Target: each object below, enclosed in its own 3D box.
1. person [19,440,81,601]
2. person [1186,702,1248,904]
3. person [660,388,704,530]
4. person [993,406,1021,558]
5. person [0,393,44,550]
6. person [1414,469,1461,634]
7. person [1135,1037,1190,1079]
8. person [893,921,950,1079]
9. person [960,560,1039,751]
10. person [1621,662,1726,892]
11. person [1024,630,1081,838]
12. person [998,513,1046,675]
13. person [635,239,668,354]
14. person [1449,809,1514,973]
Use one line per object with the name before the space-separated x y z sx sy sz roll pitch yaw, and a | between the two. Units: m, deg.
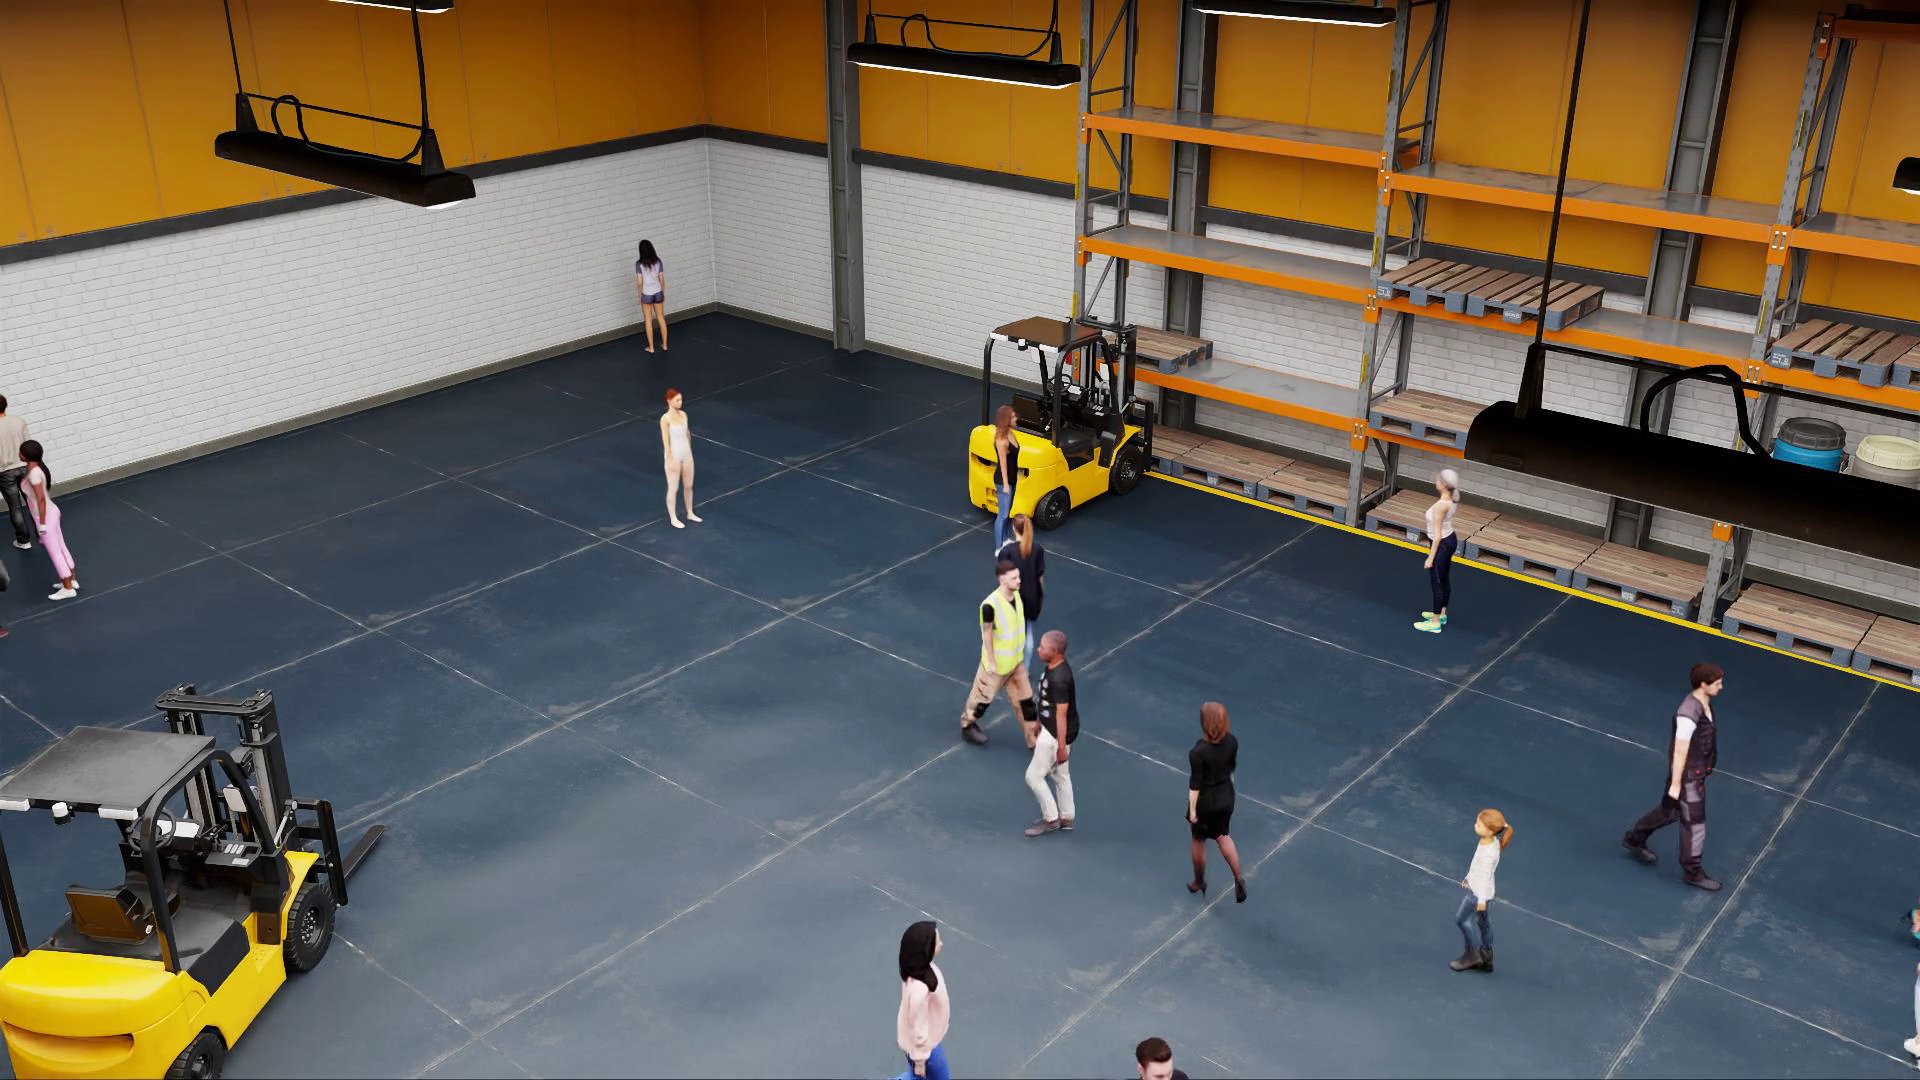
person | -9.511 -0.225 17.327 0.724 1.741 0.620 -7 25 -16
person | 1.927 1.996 12.314 0.778 1.687 0.930 -13 27 -27
person | -3.272 -0.950 19.111 0.503 1.642 0.549 18 29 35
person | 0.505 -0.663 18.354 0.671 1.722 0.669 5 24 12
person | -10.535 -0.785 18.523 0.537 1.811 0.639 20 30 37
person | 4.821 0.098 16.639 0.563 1.701 0.612 15 28 31
person | 0.941 3.385 8.906 0.978 1.871 1.207 -12 26 -25
person | -0.319 3.002 9.938 1.096 1.748 1.043 -2 24 -5
person | 0.302 1.002 14.445 1.169 1.801 0.797 15 28 31
person | 5.478 1.747 12.711 1.038 1.827 0.744 14 27 29
person | 0.859 1.543 13.220 0.883 1.792 0.834 0 24 -1
person | 0.588 0.577 15.591 0.860 1.663 0.929 -5 24 -10
person | -4.703 -3.727 25.352 0.647 1.731 0.623 -13 27 -27
person | 3.733 2.478 11.687 0.595 1.307 0.540 9 25 19
